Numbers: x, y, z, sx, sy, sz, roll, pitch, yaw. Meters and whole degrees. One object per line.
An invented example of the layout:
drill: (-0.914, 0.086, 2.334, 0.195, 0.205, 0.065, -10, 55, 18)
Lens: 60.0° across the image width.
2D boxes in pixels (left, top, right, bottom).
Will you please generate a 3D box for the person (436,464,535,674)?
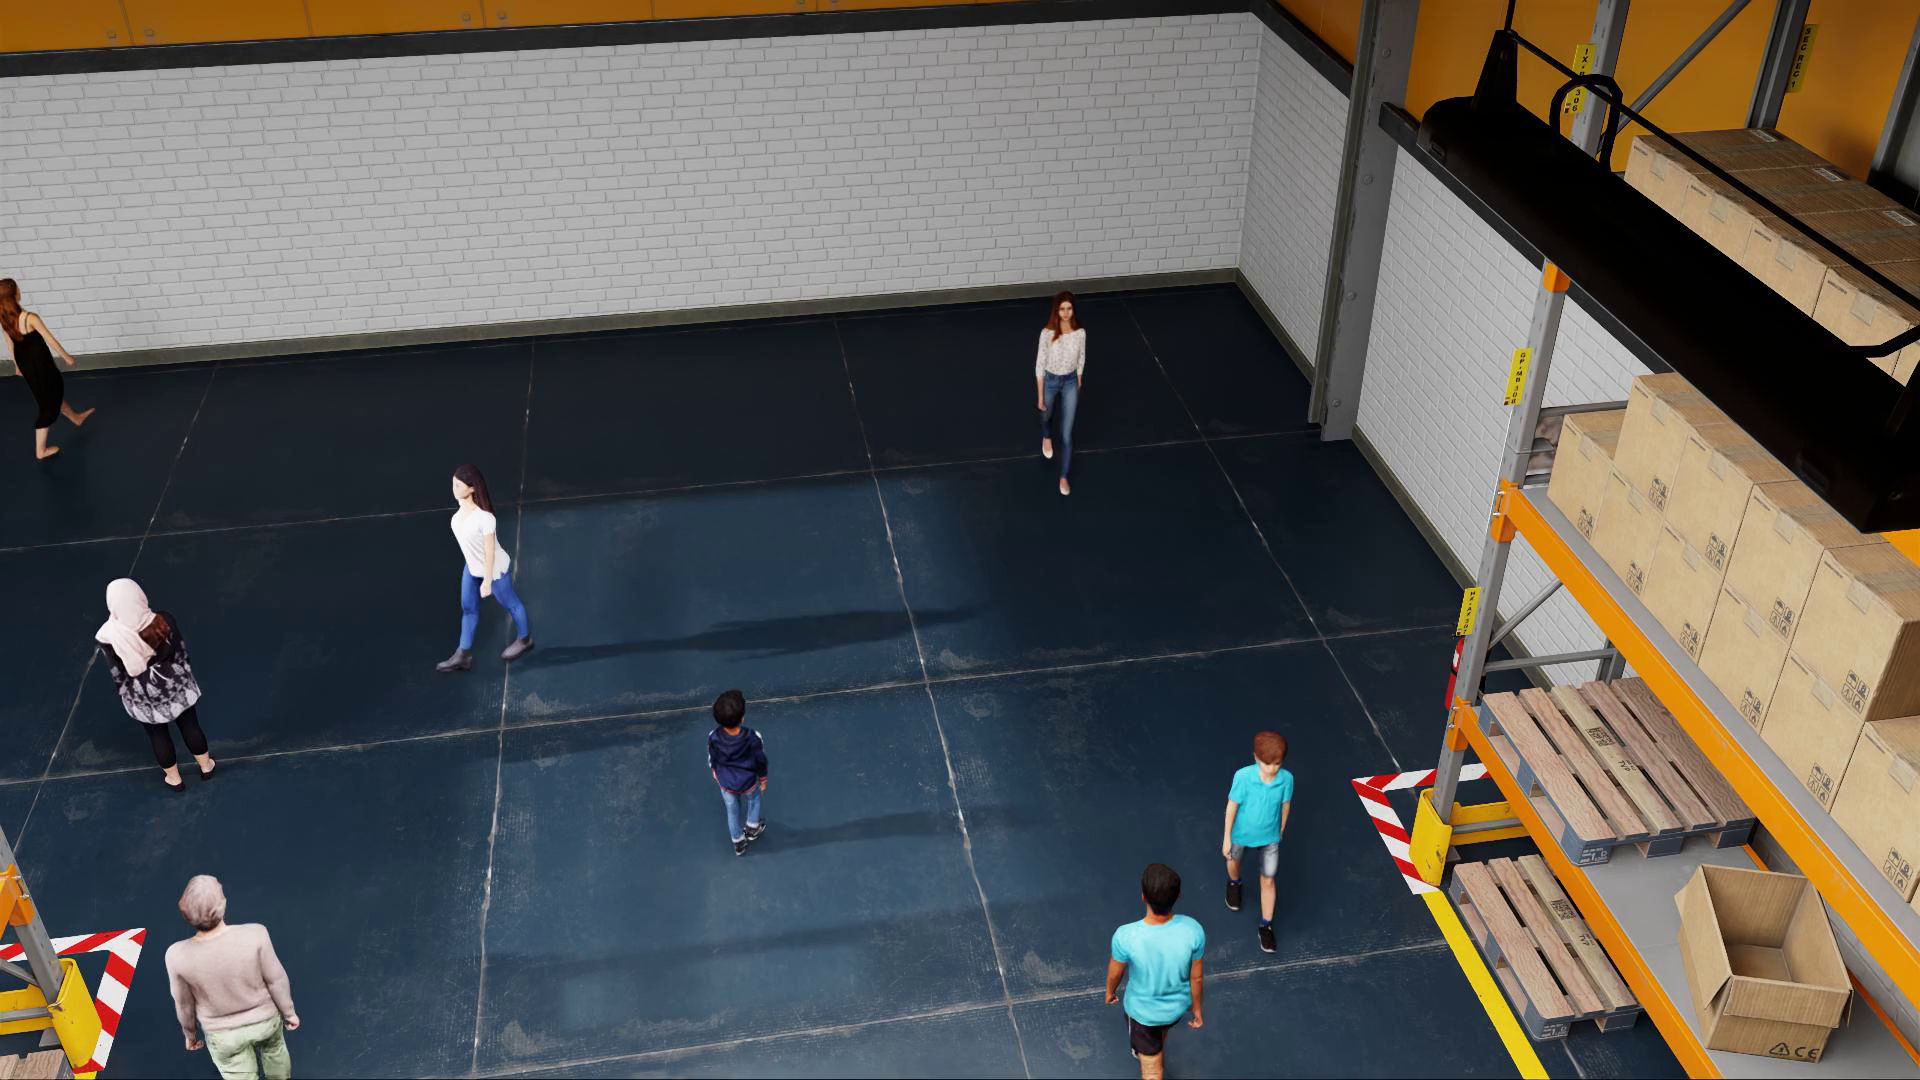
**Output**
person: (-3.264, 0.179, 11.787, 0.992, 1.659, 1.004, -27, 42, -35)

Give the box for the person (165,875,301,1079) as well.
person: (-3.526, 2.456, 8.189, 0.967, 1.850, 1.317, -17, 37, -24)

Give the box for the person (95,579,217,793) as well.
person: (-5.161, 0.926, 10.682, 0.726, 1.637, 0.741, -19, 38, -26)

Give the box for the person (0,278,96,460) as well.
person: (-7.982, -1.443, 14.295, 0.902, 1.584, 1.093, 11, 35, 17)

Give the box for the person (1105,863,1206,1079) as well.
person: (1.001, 2.433, 8.336, 0.639, 1.726, 1.157, -4, 34, -6)

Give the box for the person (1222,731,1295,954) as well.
person: (1.721, 1.647, 9.795, 0.676, 1.419, 0.936, 3, 34, 4)

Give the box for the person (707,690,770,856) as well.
person: (-1.382, 1.468, 10.247, 0.596, 1.216, 0.628, 3, 34, 4)

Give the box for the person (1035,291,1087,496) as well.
person: (0.807, -1.322, 14.021, 0.708, 1.685, 1.202, -1, 34, -2)
